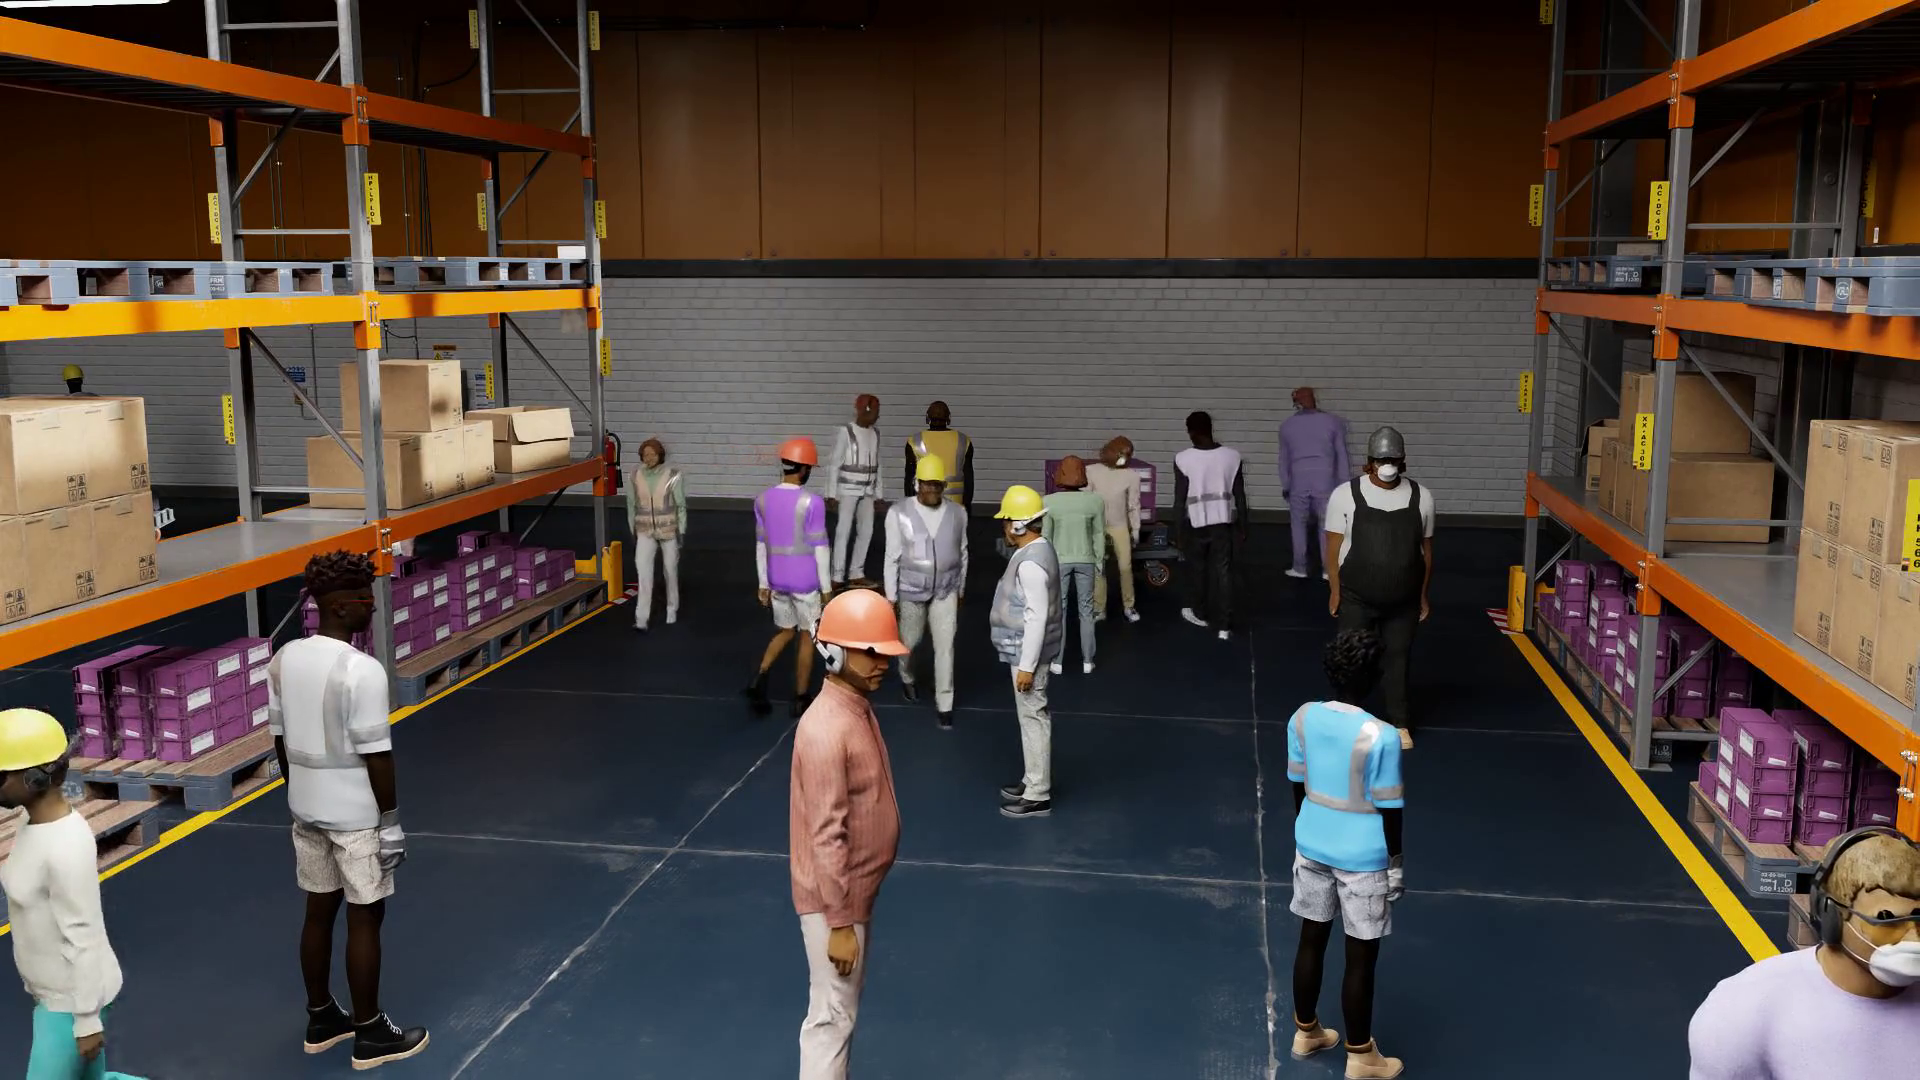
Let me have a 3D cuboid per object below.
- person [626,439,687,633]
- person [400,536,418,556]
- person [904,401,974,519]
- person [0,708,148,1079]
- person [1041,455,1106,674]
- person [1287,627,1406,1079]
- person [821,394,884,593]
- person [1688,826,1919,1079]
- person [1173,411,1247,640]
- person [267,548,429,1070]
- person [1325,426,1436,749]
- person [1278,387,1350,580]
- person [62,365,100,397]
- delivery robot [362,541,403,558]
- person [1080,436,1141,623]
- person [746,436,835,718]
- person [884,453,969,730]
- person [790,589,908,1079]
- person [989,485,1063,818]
[{"bbox_3d":[-2.523,-0.036,13.833,0.526,1.591,0.858,1,9,3],"label":"person"},{"bbox_3d":[-4.920,-0.331,14.428,0.623,1.992,0.396,-3,10,-16],"label":"person"},{"bbox_3d":[-0.192,-0.325,14.863,0.633,1.842,0.429,-2,9,-11],"label":"person"},{"bbox_3d":[-2.598,1.328,5.004,0.734,1.740,0.529,-7,12,-37],"label":"person"},{"bbox_3d":[0.830,0.184,12.354,0.504,1.636,0.280,-1,9,-4],"label":"person"},{"bbox_3d":[1.434,1.158,6.161,0.318,1.698,0.533,-6,11,-35],"label":"person"},{"bbox_3d":[-1.006,-0.425,15.487,0.340,1.856,0.747,8,12,40],"label":"person"},{"bbox_3d":[1.736,1.500,3.309,0.627,1.940,0.372,-2,9,-10],"label":"person"},{"bbox_3d":[2.057,-0.130,13.664,0.653,1.849,1.015,-1,9,-5],"label":"person"},{"bbox_3d":[-2.322,1.005,6.281,0.612,1.962,0.361,6,11,32],"label":"person"},{"bbox_3d":[2.635,0.303,10.382,0.682,2.000,0.538,0,9,1],"label":"person"},{"bbox_3d":[3.491,-0.543,16.144,0.803,1.873,0.415,4,10,21],"label":"person"},{"bbox_3d":[-10.048,-1.039,19.014,0.383,1.924,0.589,4,10,23],"label":"person"},{"bbox_3d":[-5.645,0.101,15.906,0.477,0.478,0.707,8,12,40],"label":"delivery robot"},{"bbox_3d":[1.280,-0.087,14.120,0.560,1.616,0.367,2,9,12],"label":"person"},{"bbox_3d":[-1.134,0.270,11.017,0.549,1.907,0.559,6,11,32],"label":"person"},{"bbox_3d":[-0.233,0.299,11.169,0.592,1.806,0.881,-2,9,-12],"label":"person"},{"bbox_3d":[-0.355,1.138,5.385,0.392,1.990,0.612,1,9,4],"label":"person"},{"bbox_3d":[0.364,0.607,9.152,0.403,1.828,0.595,1,9,5],"label":"person"}]
